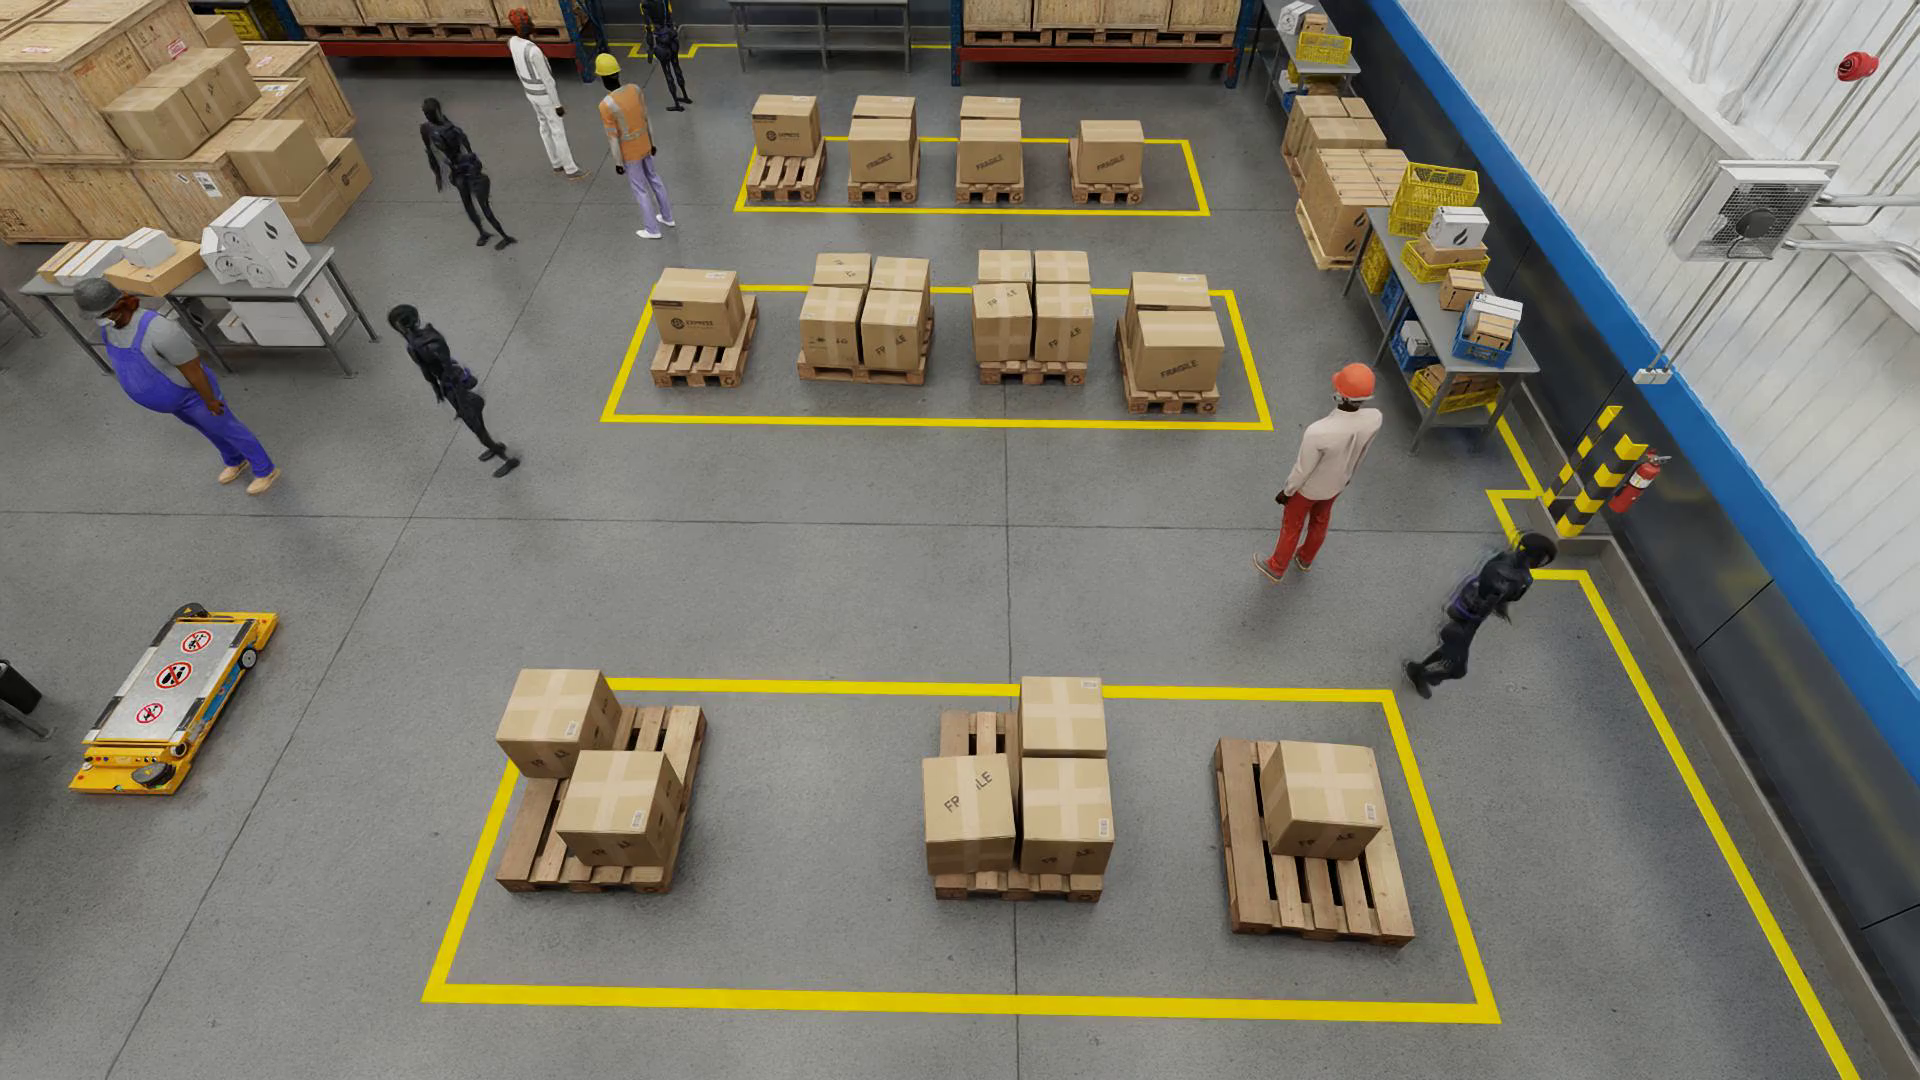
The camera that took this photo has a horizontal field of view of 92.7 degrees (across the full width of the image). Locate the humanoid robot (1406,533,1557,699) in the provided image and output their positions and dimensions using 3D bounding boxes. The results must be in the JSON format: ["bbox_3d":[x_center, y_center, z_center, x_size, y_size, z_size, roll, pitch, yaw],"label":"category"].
[{"bbox_3d":[3.393,0.530,6.001,0.443,1.643,0.646,36,58,26],"label":"humanoid robot"}]

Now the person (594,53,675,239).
[{"bbox_3d":[-3.527,-4.205,9.852,0.417,1.913,0.598,19,52,16],"label":"person"}]

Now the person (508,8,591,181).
[{"bbox_3d":[-4.840,-5.150,10.668,0.573,1.881,0.357,32,57,24],"label":"person"}]

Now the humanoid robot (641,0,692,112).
[{"bbox_3d":[-3.866,-6.483,11.919,0.326,1.660,0.591,14,51,12],"label":"humanoid robot"}]

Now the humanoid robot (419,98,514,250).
[{"bbox_3d":[-5.291,-3.871,9.714,0.664,1.641,0.342,11,51,9],"label":"humanoid robot"}]

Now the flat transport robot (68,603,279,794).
[{"bbox_3d":[-5.504,1.072,6.442,0.652,0.197,1.431,1,50,1],"label":"flat transport robot"}]

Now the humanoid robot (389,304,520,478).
[{"bbox_3d":[-4.120,-1.212,7.470,0.590,1.640,0.383,31,56,23],"label":"humanoid robot"}]

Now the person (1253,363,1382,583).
[{"bbox_3d":[2.576,-0.444,6.613,0.621,1.991,0.394,-17,52,-14],"label":"person"}]

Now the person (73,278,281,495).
[{"bbox_3d":[-6.171,-1.183,7.208,0.677,2.000,0.535,16,52,13],"label":"person"}]
